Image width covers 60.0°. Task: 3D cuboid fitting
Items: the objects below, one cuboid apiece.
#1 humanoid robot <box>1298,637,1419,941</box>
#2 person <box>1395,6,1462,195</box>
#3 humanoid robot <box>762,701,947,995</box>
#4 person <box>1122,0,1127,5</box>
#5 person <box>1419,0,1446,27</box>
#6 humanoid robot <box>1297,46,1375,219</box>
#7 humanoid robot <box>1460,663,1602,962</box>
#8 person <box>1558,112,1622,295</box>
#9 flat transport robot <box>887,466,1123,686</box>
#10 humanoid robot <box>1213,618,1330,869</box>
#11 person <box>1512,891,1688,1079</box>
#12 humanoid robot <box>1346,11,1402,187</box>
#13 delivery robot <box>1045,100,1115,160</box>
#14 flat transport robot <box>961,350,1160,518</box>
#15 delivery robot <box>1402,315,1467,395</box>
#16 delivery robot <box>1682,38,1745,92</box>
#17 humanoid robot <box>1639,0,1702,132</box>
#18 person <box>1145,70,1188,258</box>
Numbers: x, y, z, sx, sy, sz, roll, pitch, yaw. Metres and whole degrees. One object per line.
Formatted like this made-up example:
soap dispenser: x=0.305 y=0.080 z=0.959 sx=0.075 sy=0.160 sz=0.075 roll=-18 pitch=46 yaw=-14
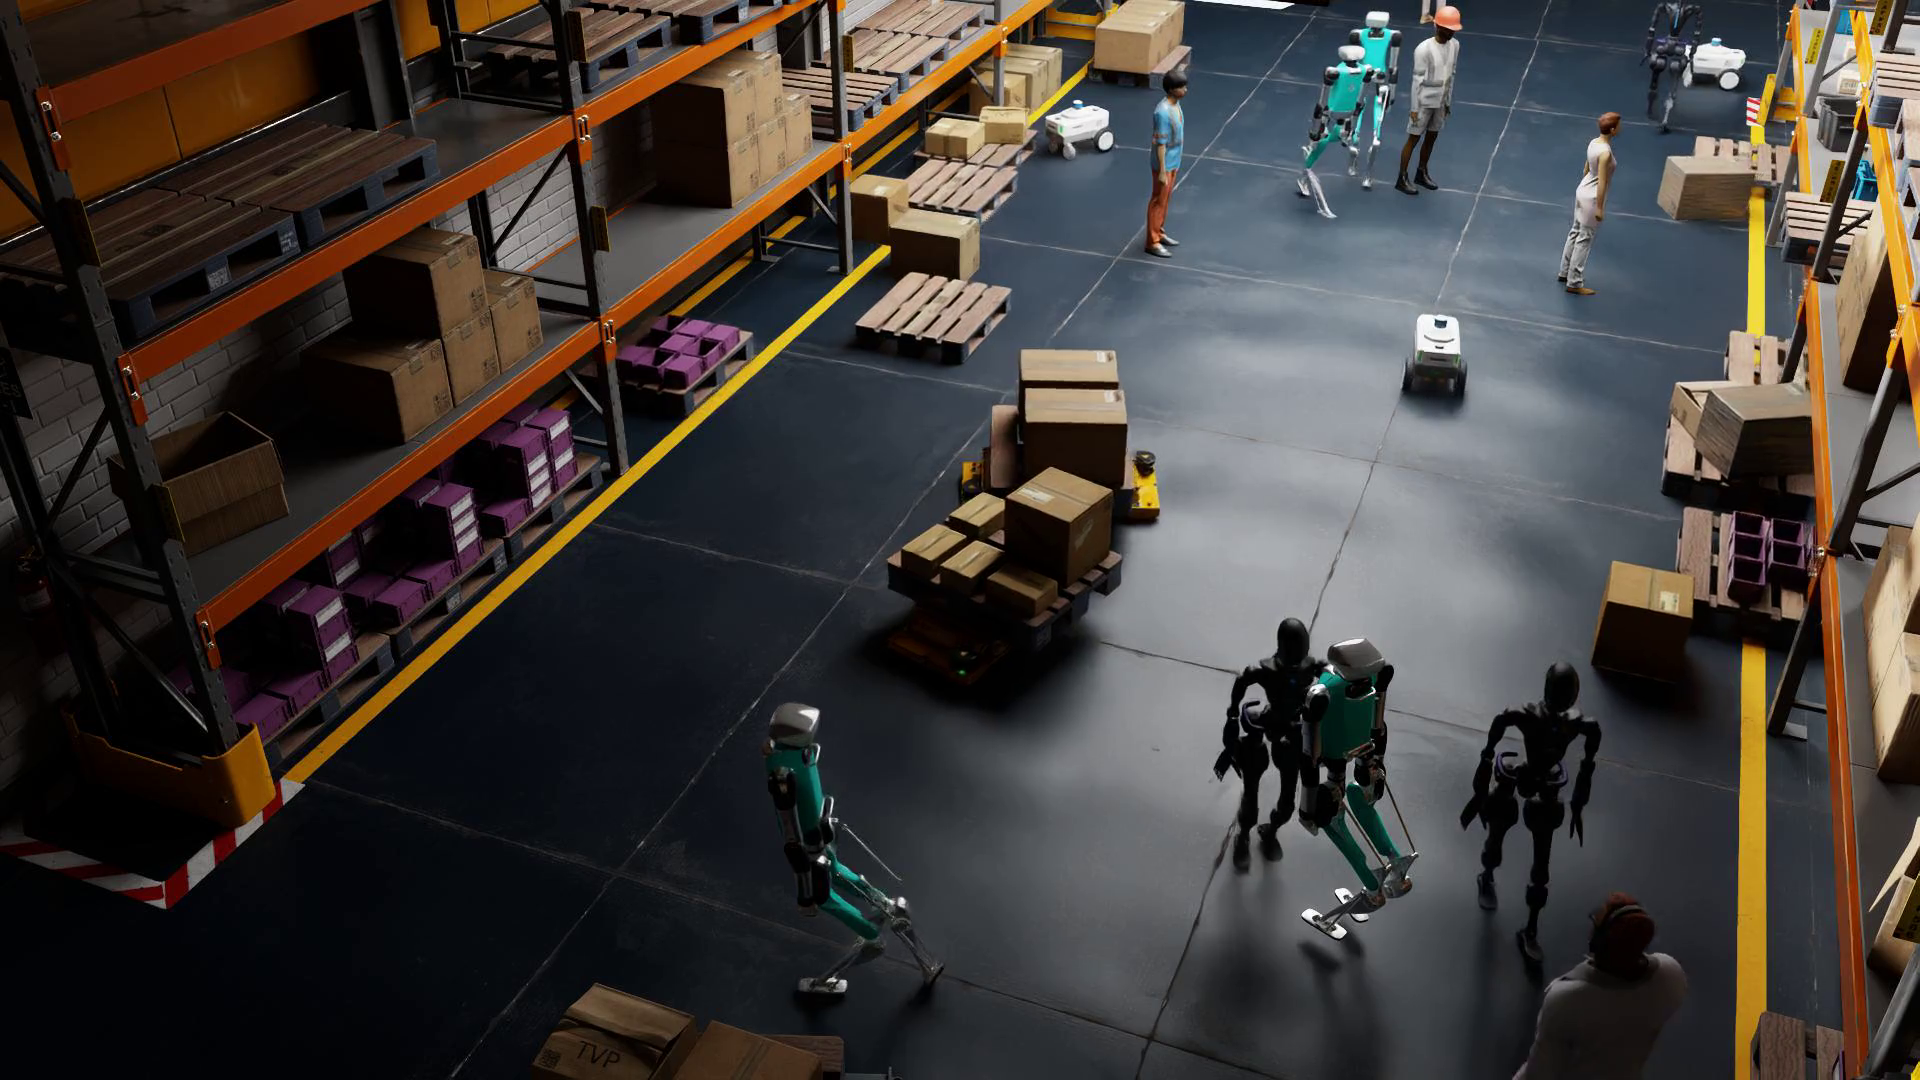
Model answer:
humanoid robot: x=1.986 y=1.304 z=8.098 sx=0.533 sy=1.677 sz=0.735 roll=-19 pitch=37 yaw=-27
person: x=4.838 y=-4.490 z=17.022 sx=0.541 sy=1.927 sz=0.390 roll=-17 pitch=37 yaw=-24
humanoid robot: x=-0.428 y=1.545 z=7.874 sx=0.932 sy=1.806 sz=0.554 roll=1 pitch=33 yaw=2
person: x=2.220 y=-7.837 z=22.399 sx=0.316 sy=1.700 sz=0.540 roll=10 pitch=34 yaw=16
person: x=6.488 y=-7.803 z=22.278 sx=0.326 sy=1.775 sz=0.478 roll=-22 pitch=39 yaw=-30
humanoid robot: x=3.635 y=-4.199 z=16.790 sx=0.554 sy=1.768 sz=0.996 roll=-12 pitch=35 yaw=-17
humanoid robot: x=2.833 y=1.312 z=8.277 sx=0.601 sy=1.634 sz=0.652 roll=4 pitch=33 yaw=6
person: x=5.715 y=-3.047 z=15.023 sx=0.272 sy=1.659 sz=0.461 roll=1 pitch=33 yaw=2
flat transport robot: x=0.228 y=0.435 z=10.919 sx=0.659 sy=0.231 sz=1.431 roll=23 pitch=39 yaw=31
humanoid robot: x=1.640 y=1.057 z=8.676 sx=0.617 sy=1.652 sz=0.380 roll=-5 pitch=33 yaw=-7
person: x=2.518 y=2.166 z=6.746 sx=0.646 sy=1.891 sz=0.478 roll=-8 pitch=34 yaw=-12
humanoid robot: x=4.236 y=-4.493 z=17.204 sx=0.536 sy=1.773 sz=0.815 roll=6 pitch=33 yaw=8
delivery robot: x=1.316 y=-4.553 z=18.372 sx=0.763 sy=0.591 sz=0.521 roll=-20 pitch=38 yaw=-28
flat transport robot: x=0.733 y=-0.417 z=12.236 sx=1.431 sy=0.231 sz=0.659 roll=1 pitch=33 yaw=2
delivery robot: x=3.937 y=-1.570 z=13.746 sx=0.499 sy=0.581 sz=0.777 roll=7 pitch=34 yaw=11
delivery robot: x=9.206 y=-5.824 z=20.335 sx=0.757 sy=0.587 sz=0.525 roll=10 pitch=34 yaw=15
humanoid robot: x=8.047 y=-5.496 z=18.854 sx=0.585 sy=1.631 sz=0.740 roll=12 pitch=35 yaw=18
person: x=1.956 y=-3.564 z=15.728 sx=0.306 sy=1.763 sz=0.505 roll=11 pitch=34 yaw=17
